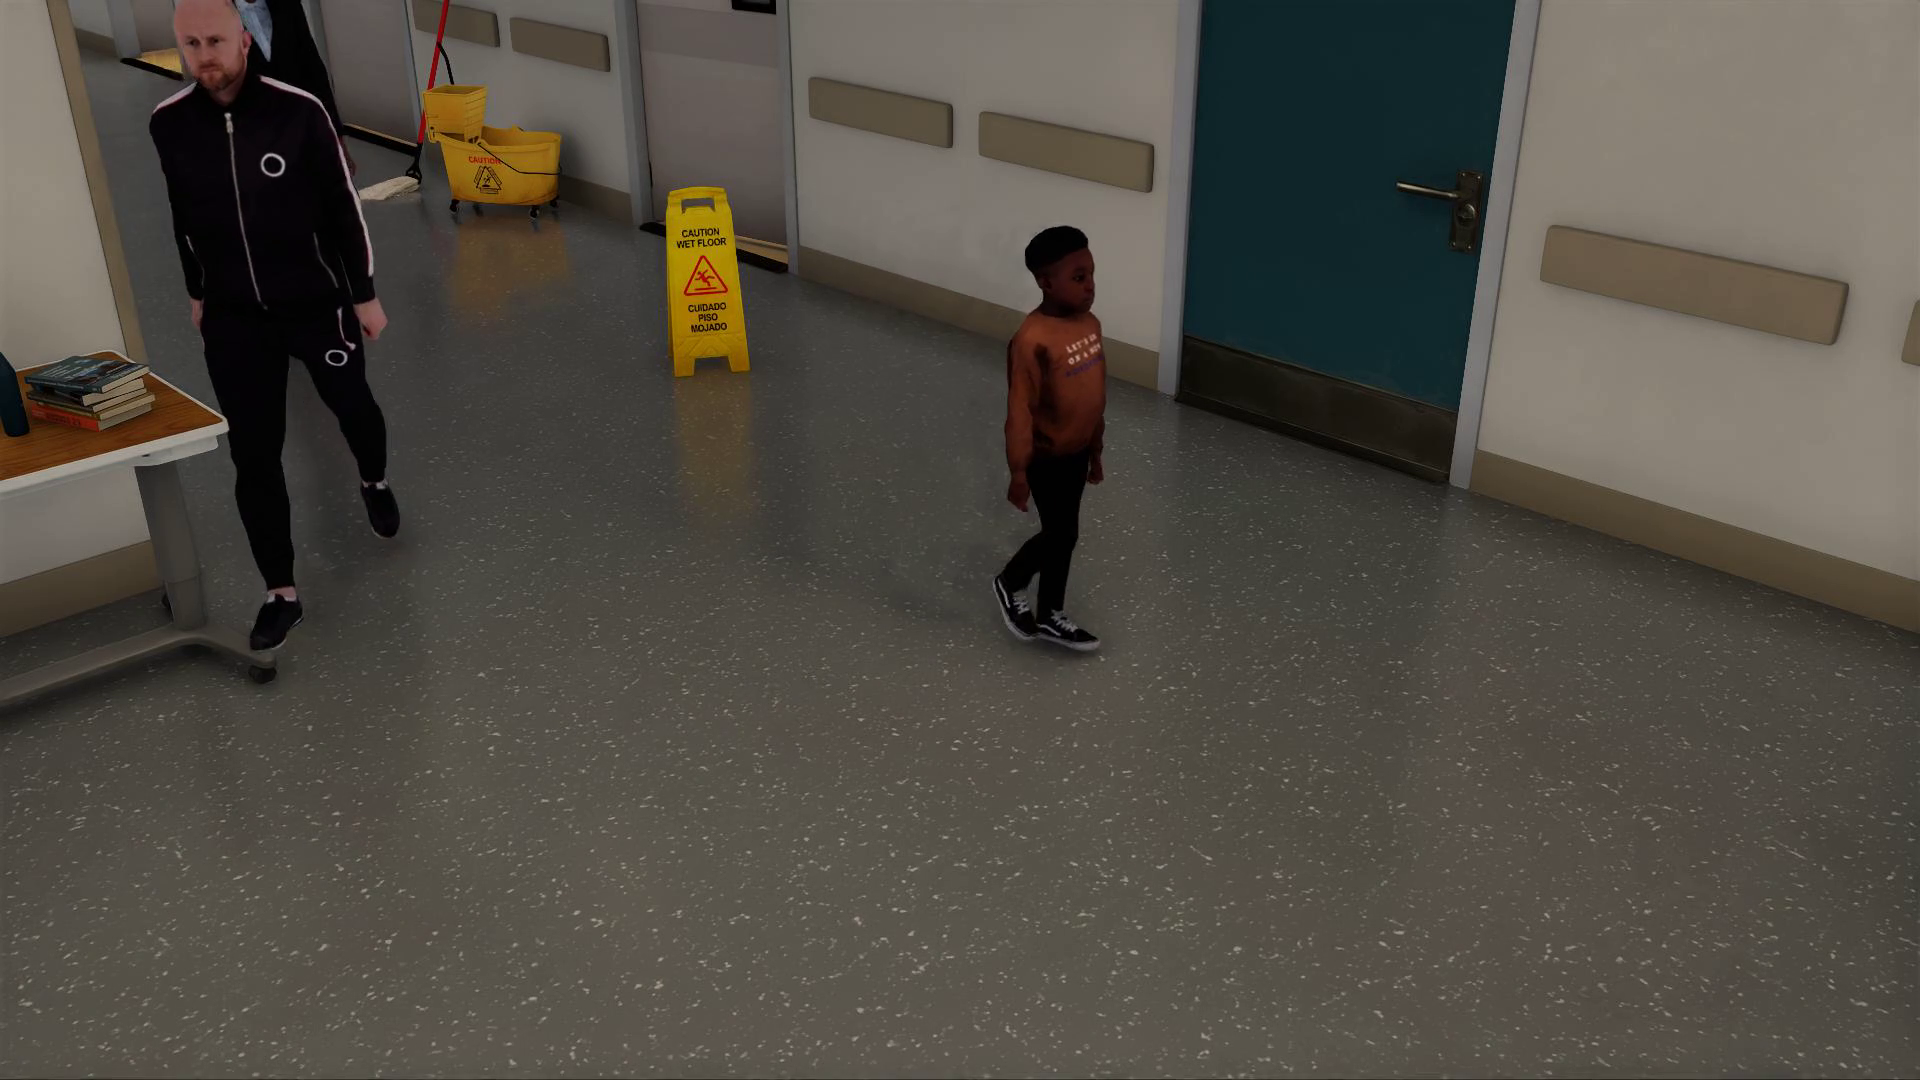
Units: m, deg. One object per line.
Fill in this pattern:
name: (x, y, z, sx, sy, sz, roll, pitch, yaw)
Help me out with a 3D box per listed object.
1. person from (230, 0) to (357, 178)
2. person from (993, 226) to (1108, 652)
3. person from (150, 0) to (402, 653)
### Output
person: (-2.758, -1.526, 6.666, 0.584, 1.785, 1.093, -23, 34, -39)
person: (0.222, -0.277, 4.691, 0.591, 1.250, 0.556, 20, 32, 35)
person: (-1.971, -0.680, 4.915, 1.219, 1.783, 1.372, -4, 26, -8)
